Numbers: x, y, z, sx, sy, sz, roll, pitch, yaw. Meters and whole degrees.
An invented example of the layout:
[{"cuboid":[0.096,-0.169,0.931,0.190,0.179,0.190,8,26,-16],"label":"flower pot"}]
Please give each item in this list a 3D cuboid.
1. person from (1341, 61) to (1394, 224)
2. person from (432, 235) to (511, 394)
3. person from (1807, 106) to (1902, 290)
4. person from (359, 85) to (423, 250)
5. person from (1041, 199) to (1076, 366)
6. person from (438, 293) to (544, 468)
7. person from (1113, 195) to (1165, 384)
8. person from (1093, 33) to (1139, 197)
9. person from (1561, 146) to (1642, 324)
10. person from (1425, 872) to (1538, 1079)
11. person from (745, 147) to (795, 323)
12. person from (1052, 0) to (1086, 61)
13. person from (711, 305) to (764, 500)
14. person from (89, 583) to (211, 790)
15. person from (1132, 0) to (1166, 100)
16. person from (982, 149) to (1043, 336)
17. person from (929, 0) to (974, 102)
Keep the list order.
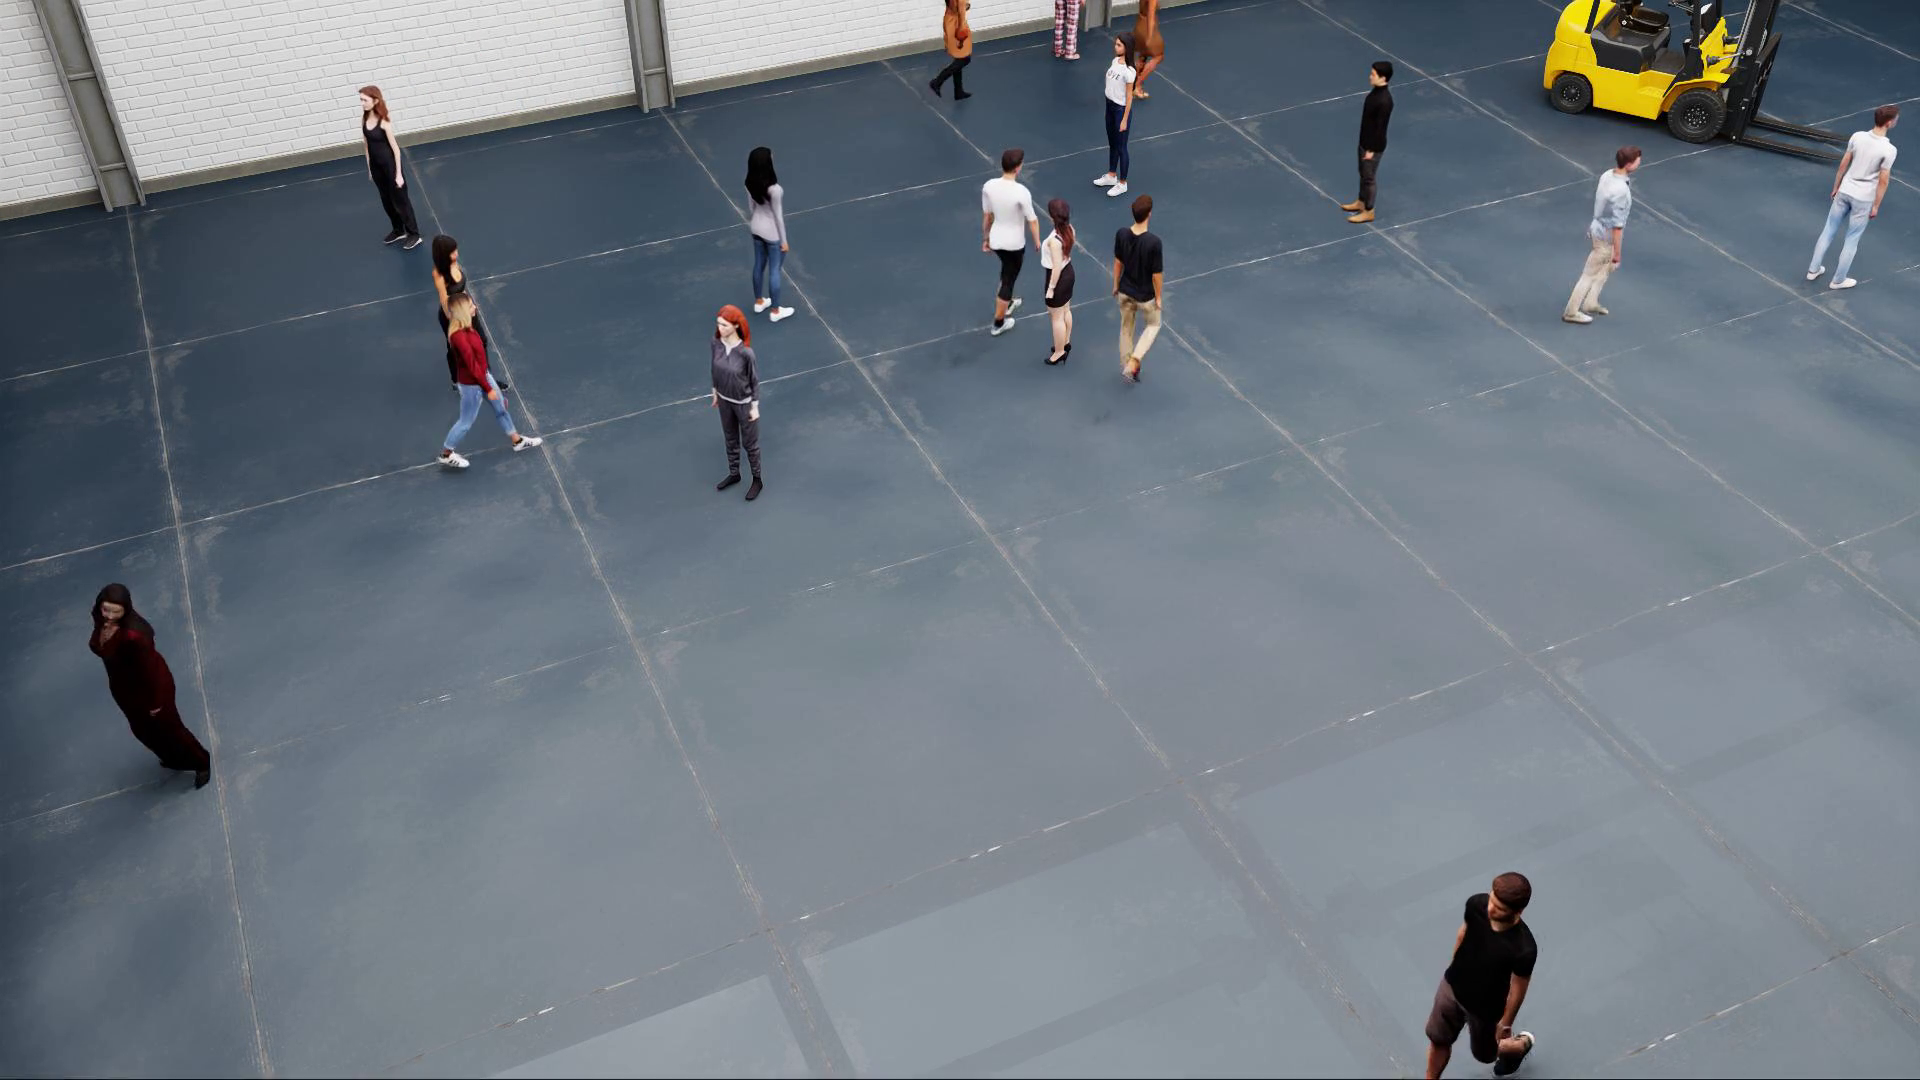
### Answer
[{"cuboid":[4.320,-4.182,17.404,0.690,1.721,0.721,-1,39,-1],"label":"person"},{"cuboid":[-4.533,-1.983,14.725,0.891,1.627,0.814,9,39,11],"label":"person"},{"cuboid":[8.766,-3.359,16.269,0.575,1.852,0.667,-21,43,-24],"label":"person"},{"cuboid":[-5.813,-3.802,16.910,0.664,1.744,0.695,18,42,21],"label":"person"},{"cuboid":[0.902,-2.354,15.172,0.695,1.650,0.632,14,41,16],"label":"person"},{"cuboid":[-4.140,-1.295,13.890,1.156,1.595,0.773,-9,39,-11],"label":"person"},{"cuboid":[1.545,-2.163,14.771,0.828,1.852,0.886,22,44,25],"label":"person"},{"cuboid":[1.713,-4.583,17.863,0.502,1.775,0.578,-16,41,-19],"label":"person"},{"cuboid":[5.974,-2.863,15.661,0.868,1.835,0.826,5,39,6],"label":"person"},{"cuboid":[2.891,2.437,9.021,1.110,1.840,0.684,-18,42,-21],"label":"person"},{"cuboid":[-1.841,-2.912,15.804,0.669,1.733,0.646,31,48,33],"label":"person"},{"cuboid":[1.351,-6.862,20.778,0.693,1.699,0.666,26,45,29],"label":"person"},{"cuboid":[-1.811,-1.135,13.542,0.661,1.779,0.679,20,43,24],"label":"person"},{"cuboid":[-5.414,0.928,10.996,0.759,1.733,0.784,-23,44,-26],"label":"person"},{"cuboid":[2.142,-6.009,19.727,0.686,1.677,0.632,-9,39,-10],"label":"person"},{"cuboid":[0.399,-2.734,15.504,0.867,1.830,0.987,25,45,28],"label":"person"},{"cuboid":[-0.120,-5.976,19.660,0.851,1.709,0.721,-19,42,-22],"label":"person"}]
